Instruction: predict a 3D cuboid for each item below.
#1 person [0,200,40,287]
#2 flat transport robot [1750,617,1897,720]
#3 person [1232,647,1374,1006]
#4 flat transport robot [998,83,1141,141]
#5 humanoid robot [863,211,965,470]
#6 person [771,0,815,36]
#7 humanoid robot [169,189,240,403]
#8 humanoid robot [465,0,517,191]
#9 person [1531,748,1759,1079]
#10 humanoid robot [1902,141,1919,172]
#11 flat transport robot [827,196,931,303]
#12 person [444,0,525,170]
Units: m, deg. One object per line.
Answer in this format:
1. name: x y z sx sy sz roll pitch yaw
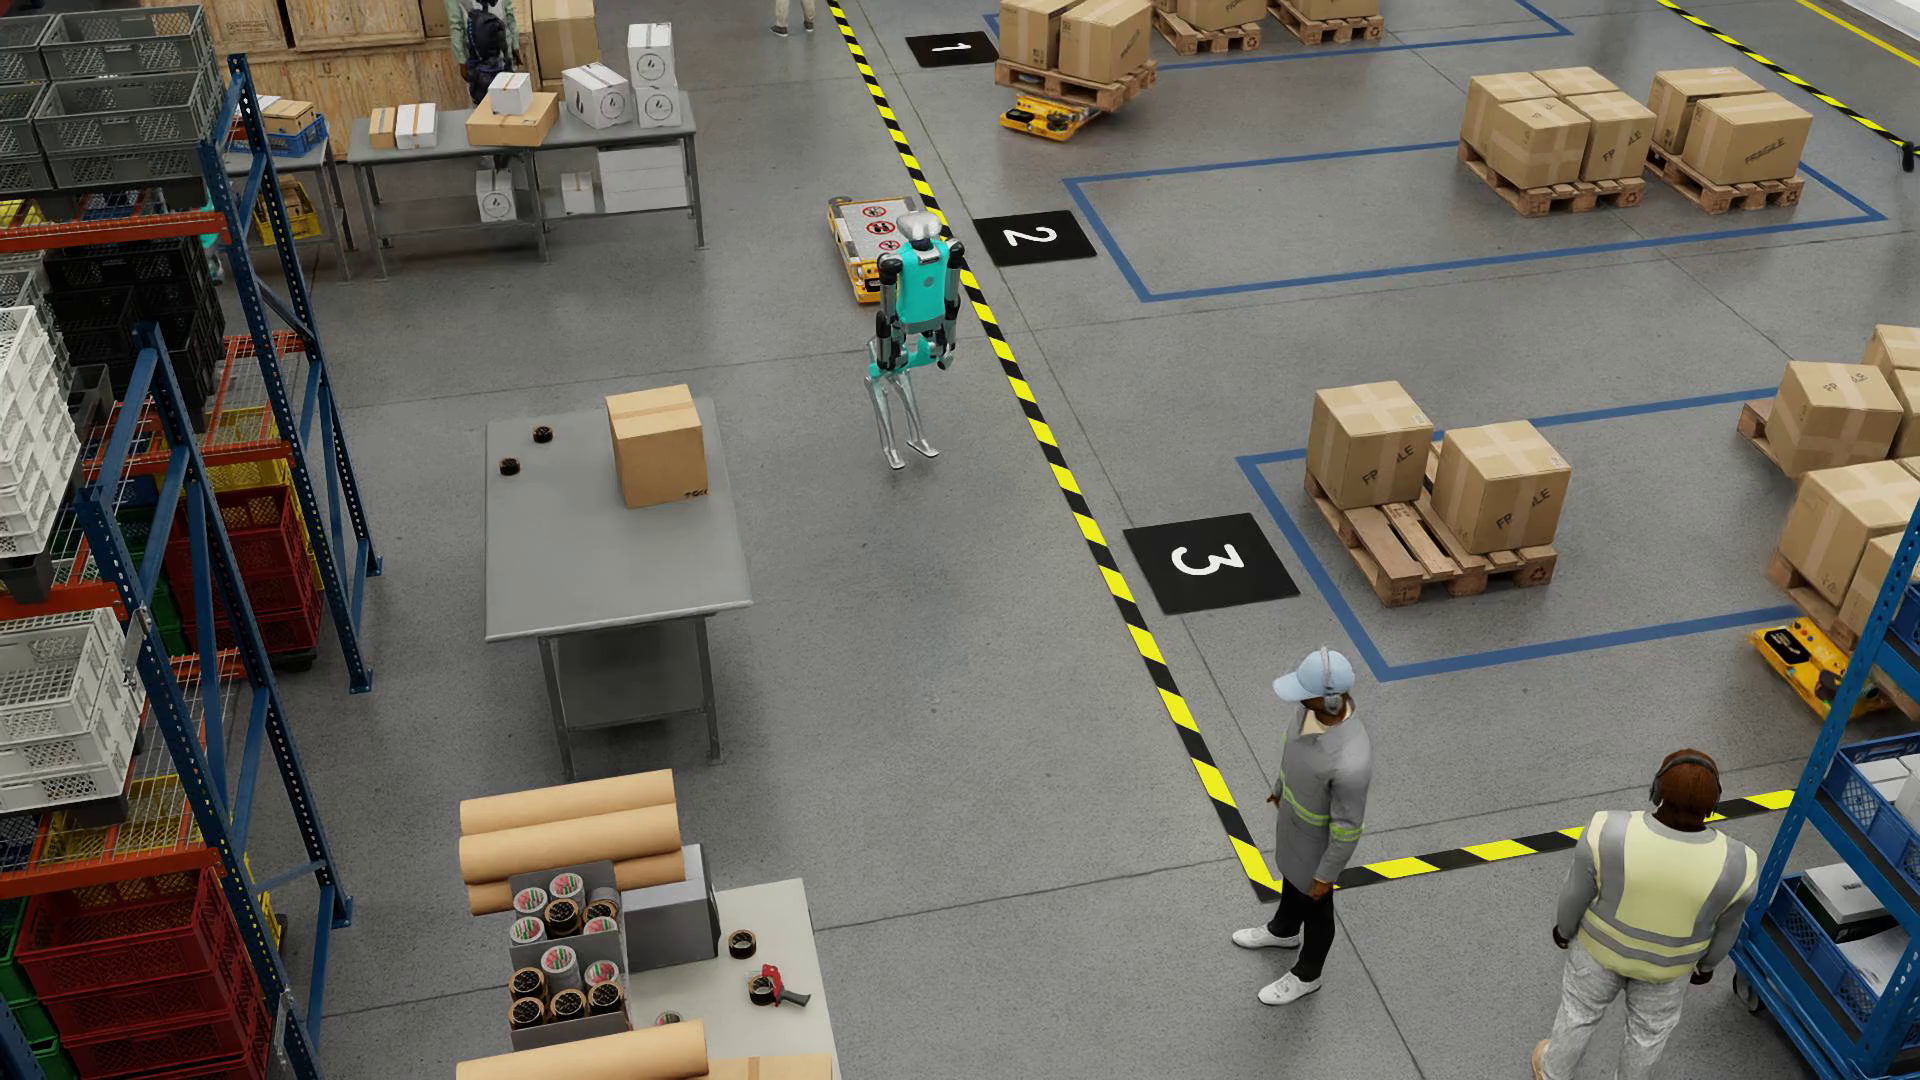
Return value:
1. person: -5.343 -1.192 9.854 0.403 1.822 0.588 27 44 31
2. flat transport robot: 5.016 0.567 8.769 1.431 0.197 0.652 -8 37 -10
3. person: 1.378 1.147 6.690 0.404 1.847 0.587 -5 37 -7
4. flat transport robot: 1.000 -3.959 14.851 0.652 0.197 1.431 22 42 26
5. humanoid robot: -0.344 -1.246 9.885 0.533 1.677 0.735 -19 41 -23
6. person: -1.651 -5.762 16.042 0.561 1.765 0.400 -16 40 -20
7. humanoid robot: -4.958 -1.663 10.550 0.765 1.779 0.532 -2 37 -3
8. humanoid robot: -3.760 -3.602 13.221 0.614 1.644 0.483 31 46 35
9. person: 2.530 1.497 6.228 0.623 1.840 0.429 12 38 15
10. humanoid robot: 8.106 -3.635 13.278 0.602 1.638 0.689 -15 39 -19
11. flat transport robot: -0.570 -2.220 12.538 0.659 0.231 1.431 -8 37 -10
12. person: -3.817 -3.952 13.471 0.413 1.939 0.612 29 46 33
